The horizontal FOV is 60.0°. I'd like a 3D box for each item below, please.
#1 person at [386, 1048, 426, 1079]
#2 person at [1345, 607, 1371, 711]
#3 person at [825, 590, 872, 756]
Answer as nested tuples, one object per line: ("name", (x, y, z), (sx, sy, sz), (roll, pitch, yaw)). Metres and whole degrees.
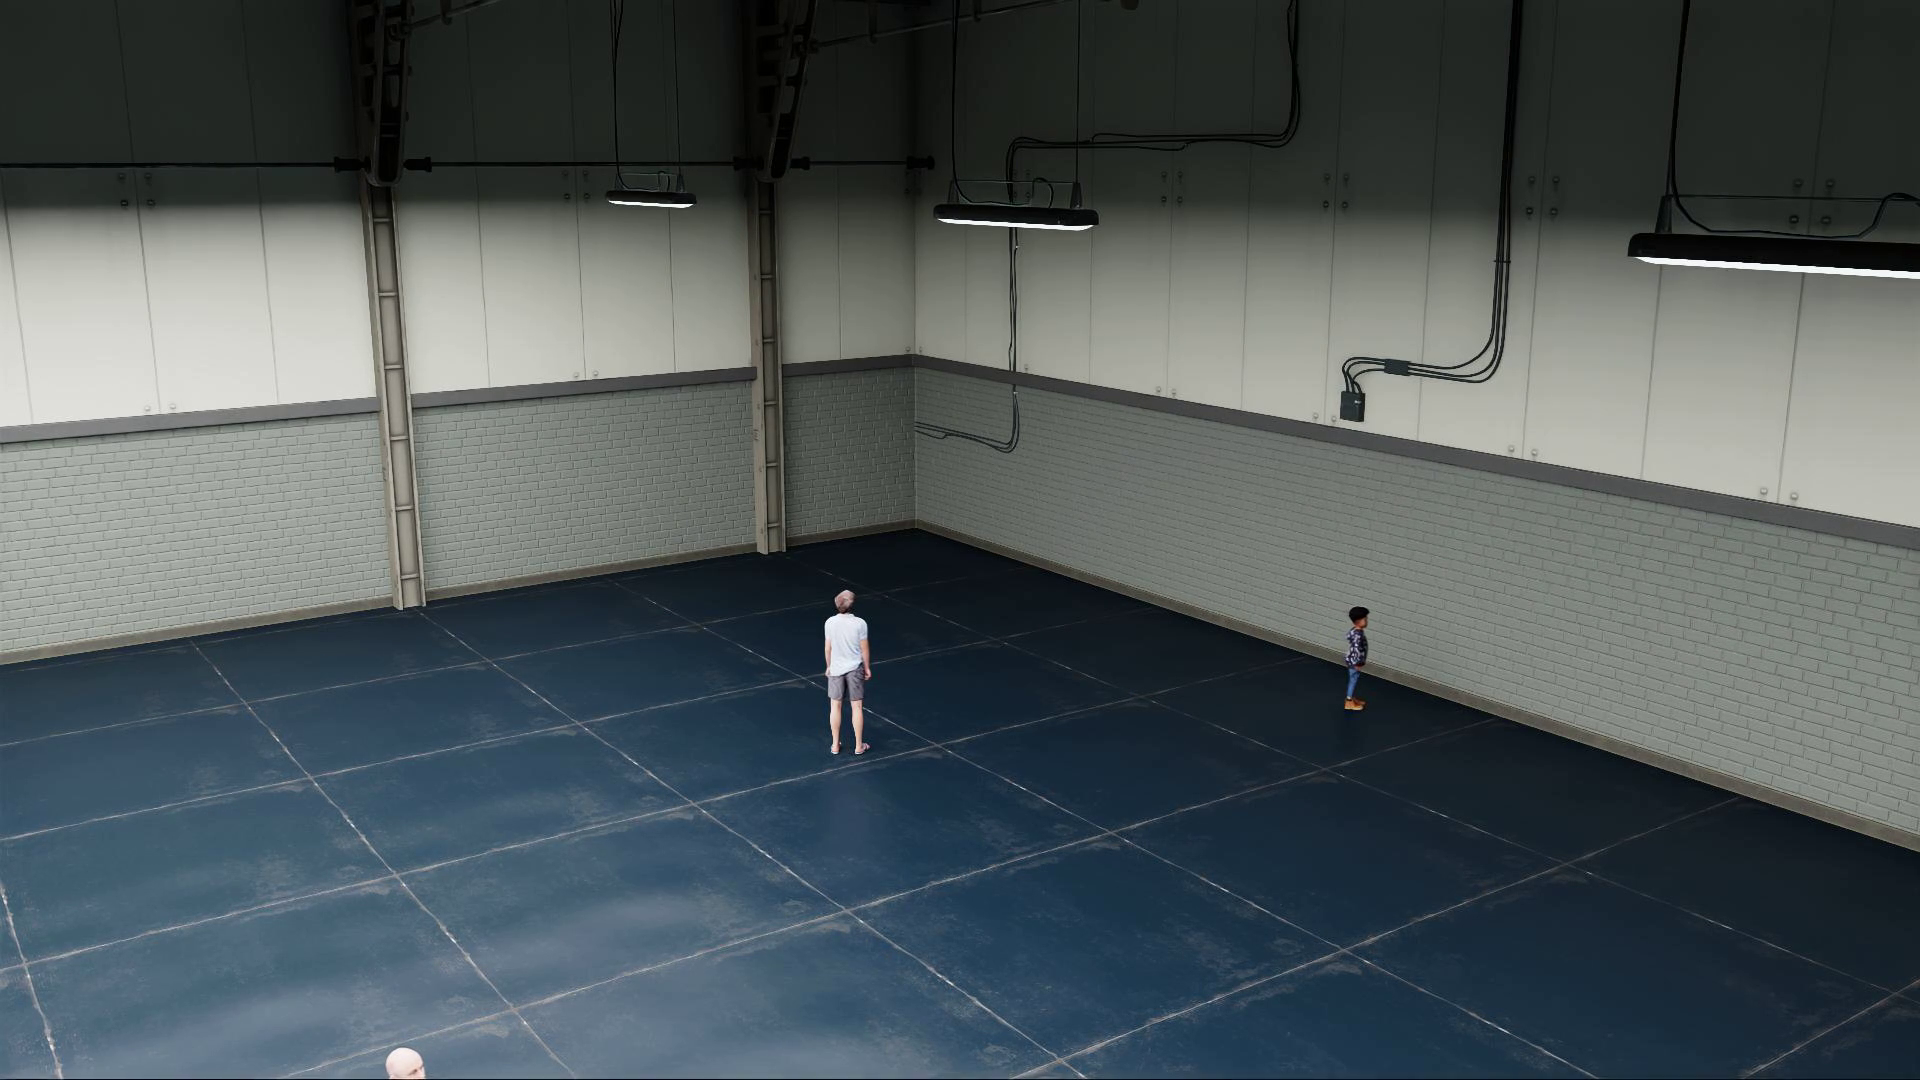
("person", (-2.952, 3.573, 8.975), (0.830, 1.837, 0.730), (4, 14, 18))
("person", (4.695, 1.392, 19.700), (0.622, 1.248, 0.545), (4, 14, 18))
("person", (-1.246, 1.440, 18.199), (0.723, 1.831, 0.798), (2, 13, 7))
